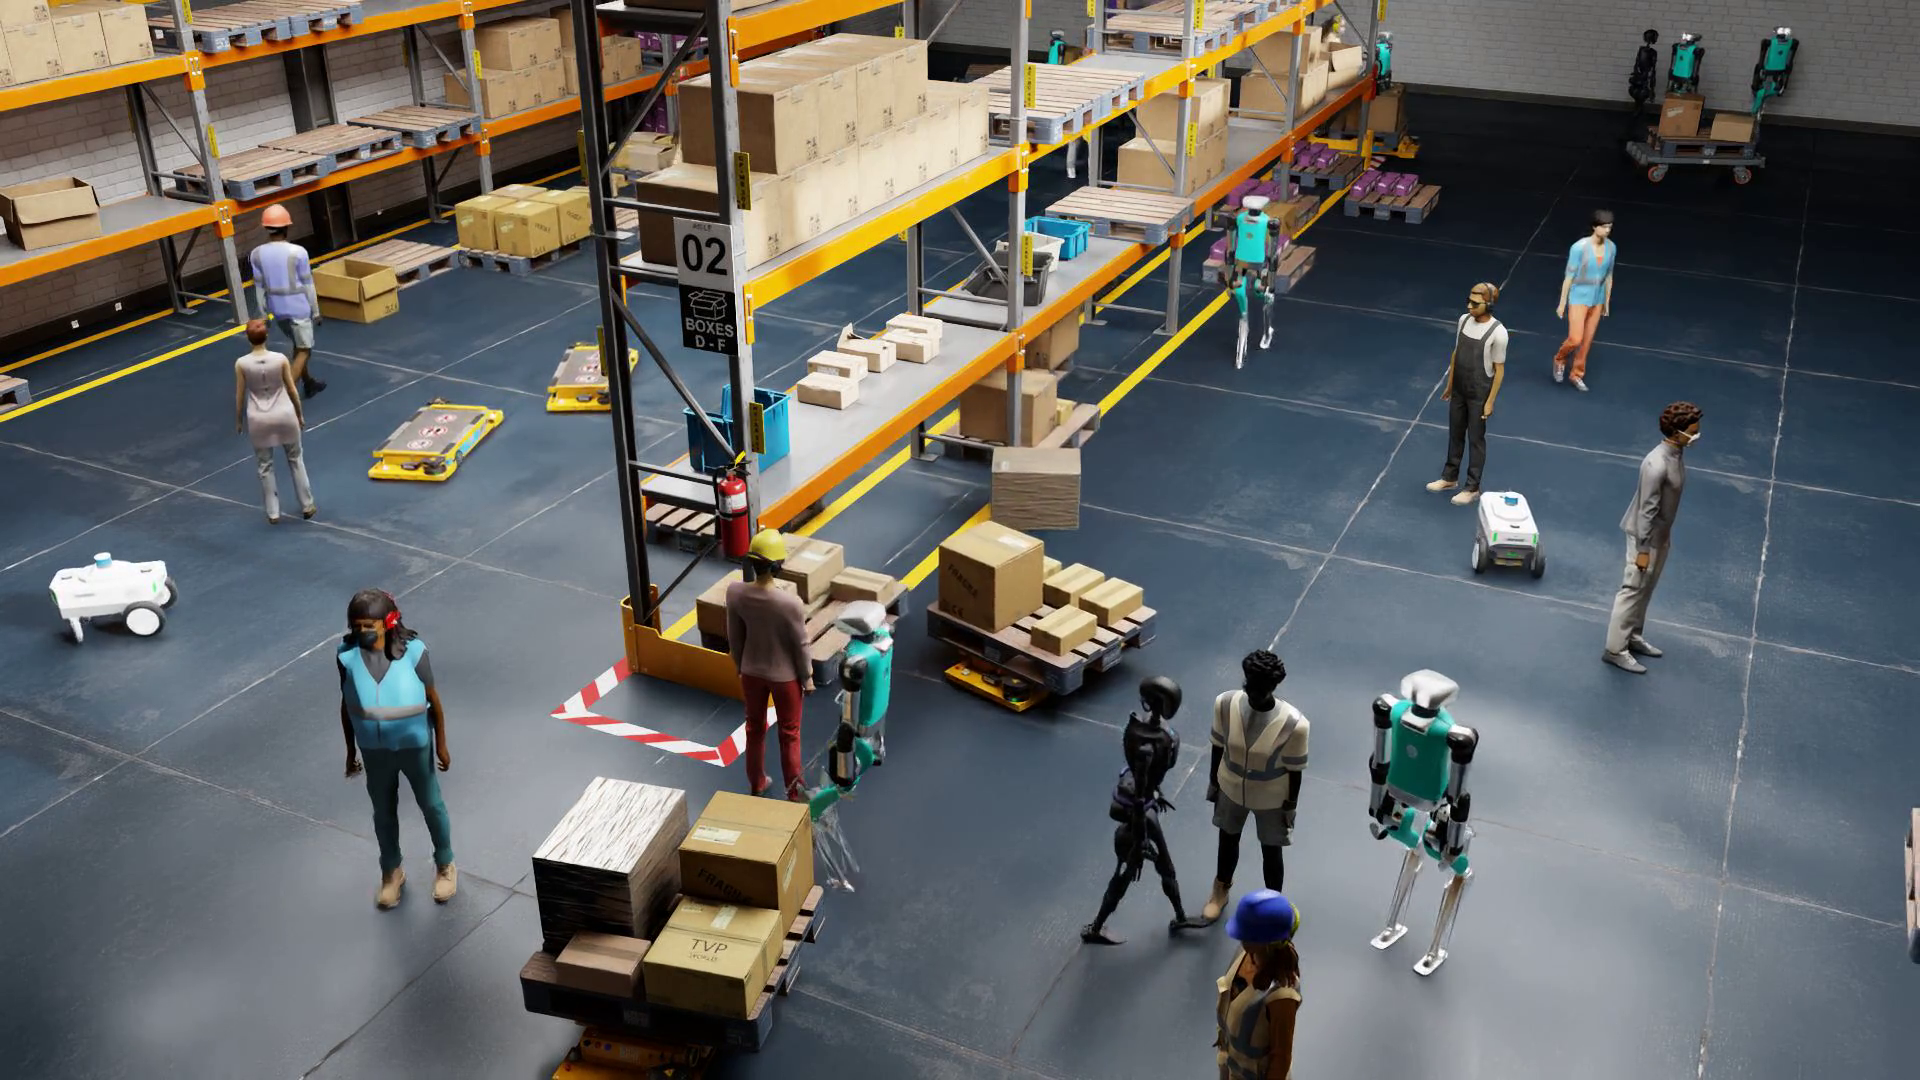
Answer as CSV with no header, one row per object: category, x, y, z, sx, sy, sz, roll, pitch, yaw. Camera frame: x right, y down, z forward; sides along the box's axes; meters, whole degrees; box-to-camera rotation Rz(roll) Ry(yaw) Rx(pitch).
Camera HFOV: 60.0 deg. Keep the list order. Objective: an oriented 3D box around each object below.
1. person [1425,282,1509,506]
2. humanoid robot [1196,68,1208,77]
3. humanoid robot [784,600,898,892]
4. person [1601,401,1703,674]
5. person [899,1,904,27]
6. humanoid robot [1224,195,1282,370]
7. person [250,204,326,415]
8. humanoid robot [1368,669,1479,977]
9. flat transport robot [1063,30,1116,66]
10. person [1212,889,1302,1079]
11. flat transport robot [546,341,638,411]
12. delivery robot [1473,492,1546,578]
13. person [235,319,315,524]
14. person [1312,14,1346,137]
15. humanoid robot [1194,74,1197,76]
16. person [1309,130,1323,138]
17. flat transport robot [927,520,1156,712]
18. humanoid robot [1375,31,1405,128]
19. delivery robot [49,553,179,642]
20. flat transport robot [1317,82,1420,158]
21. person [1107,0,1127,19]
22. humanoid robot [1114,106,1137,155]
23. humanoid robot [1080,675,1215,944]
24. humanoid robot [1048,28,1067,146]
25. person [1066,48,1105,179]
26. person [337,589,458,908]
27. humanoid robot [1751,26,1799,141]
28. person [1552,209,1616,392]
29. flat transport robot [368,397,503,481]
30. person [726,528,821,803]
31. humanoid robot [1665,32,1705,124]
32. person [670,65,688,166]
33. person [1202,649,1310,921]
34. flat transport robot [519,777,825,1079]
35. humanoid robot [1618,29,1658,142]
person,4.108,-1.186,13.396,0.335,1.844,0.510,-14,29,-26
humanoid robot,3.568,-6.741,24.843,0.606,1.643,0.621,15,30,28
humanoid robot,-0.668,1.145,8.876,0.645,1.851,0.543,9,28,18
person,4.573,-0.033,11.018,0.407,1.892,0.537,19,32,33
person,-0.927,-9.455,30.133,0.366,1.824,0.514,-1,26,-1
humanoid robot,2.958,-2.615,16.436,0.543,1.763,0.961,12,29,23
person,-6.157,-2.097,15.187,0.530,1.895,0.901,5,27,11
humanoid robot,2.373,1.360,8.346,0.530,1.745,0.704,24,35,39
flat transport robot,2.254,-7.991,28.919,1.431,0.231,0.659,21,33,36
person,1.175,2.137,6.761,0.306,1.778,0.462,-7,27,-14
flat transport robot,-3.517,-1.575,15.960,0.659,0.231,1.431,-1,26,-2
delivery robot,4.140,-0.055,12.587,0.499,0.613,0.802,4,27,7
person,-5.427,-0.929,13.097,0.478,1.648,0.311,-12,29,-23
person,5.536,-6.943,25.024,0.401,1.867,0.570,11,29,22
humanoid robot,3.345,-6.479,24.277,0.352,1.656,0.589,-2,26,-5
person,5.023,-6.778,24.843,0.885,1.710,0.588,-8,27,-16
flat transport robot,0.613,0.716,11.332,0.659,0.231,1.431,22,34,37
humanoid robot,6.271,-6.410,24.135,0.735,1.840,0.530,19,32,33
delivery robot,-5.923,0.388,11.693,0.785,0.613,0.521,-5,27,-10
flat transport robot,6.041,-5.868,24.632,1.431,0.231,0.659,10,28,19
person,2.708,-9.043,29.203,0.487,1.889,0.582,-6,27,-12
humanoid robot,2.474,-6.365,24.037,0.593,1.650,0.392,3,27,6
humanoid robot,0.974,1.388,8.408,0.688,1.634,0.616,7,27,14
humanoid robot,1.190,-6.589,24.462,0.856,1.792,0.546,-6,27,-11
person,1.693,-5.783,22.682,0.666,1.850,1.005,-4,27,-8
person,-2.967,1.090,8.778,0.537,1.864,0.405,-2,26,-4
humanoid robot,12.081,-6.850,24.947,0.539,1.729,0.977,1,26,3
person,5.882,-2.236,15.623,0.526,1.750,0.405,-7,27,-13
flat transport robot,-4.574,-0.885,14.565,0.659,0.231,1.431,3,26,6
person,-1.075,0.753,9.580,0.523,1.759,0.324,11,28,21
humanoid robot,10.724,-6.492,24.339,0.796,1.868,0.539,-12,29,-23
person,-3.619,-5.223,21.580,0.722,1.818,0.592,-9,28,-18
person,1.512,1.296,8.560,0.530,1.690,0.322,15,30,28
flat transport robot,-1.409,2.228,8.277,0.659,0.231,1.431,7,27,13
humanoid robot,10.249,-6.821,24.977,0.488,1.643,0.603,-3,27,-7
